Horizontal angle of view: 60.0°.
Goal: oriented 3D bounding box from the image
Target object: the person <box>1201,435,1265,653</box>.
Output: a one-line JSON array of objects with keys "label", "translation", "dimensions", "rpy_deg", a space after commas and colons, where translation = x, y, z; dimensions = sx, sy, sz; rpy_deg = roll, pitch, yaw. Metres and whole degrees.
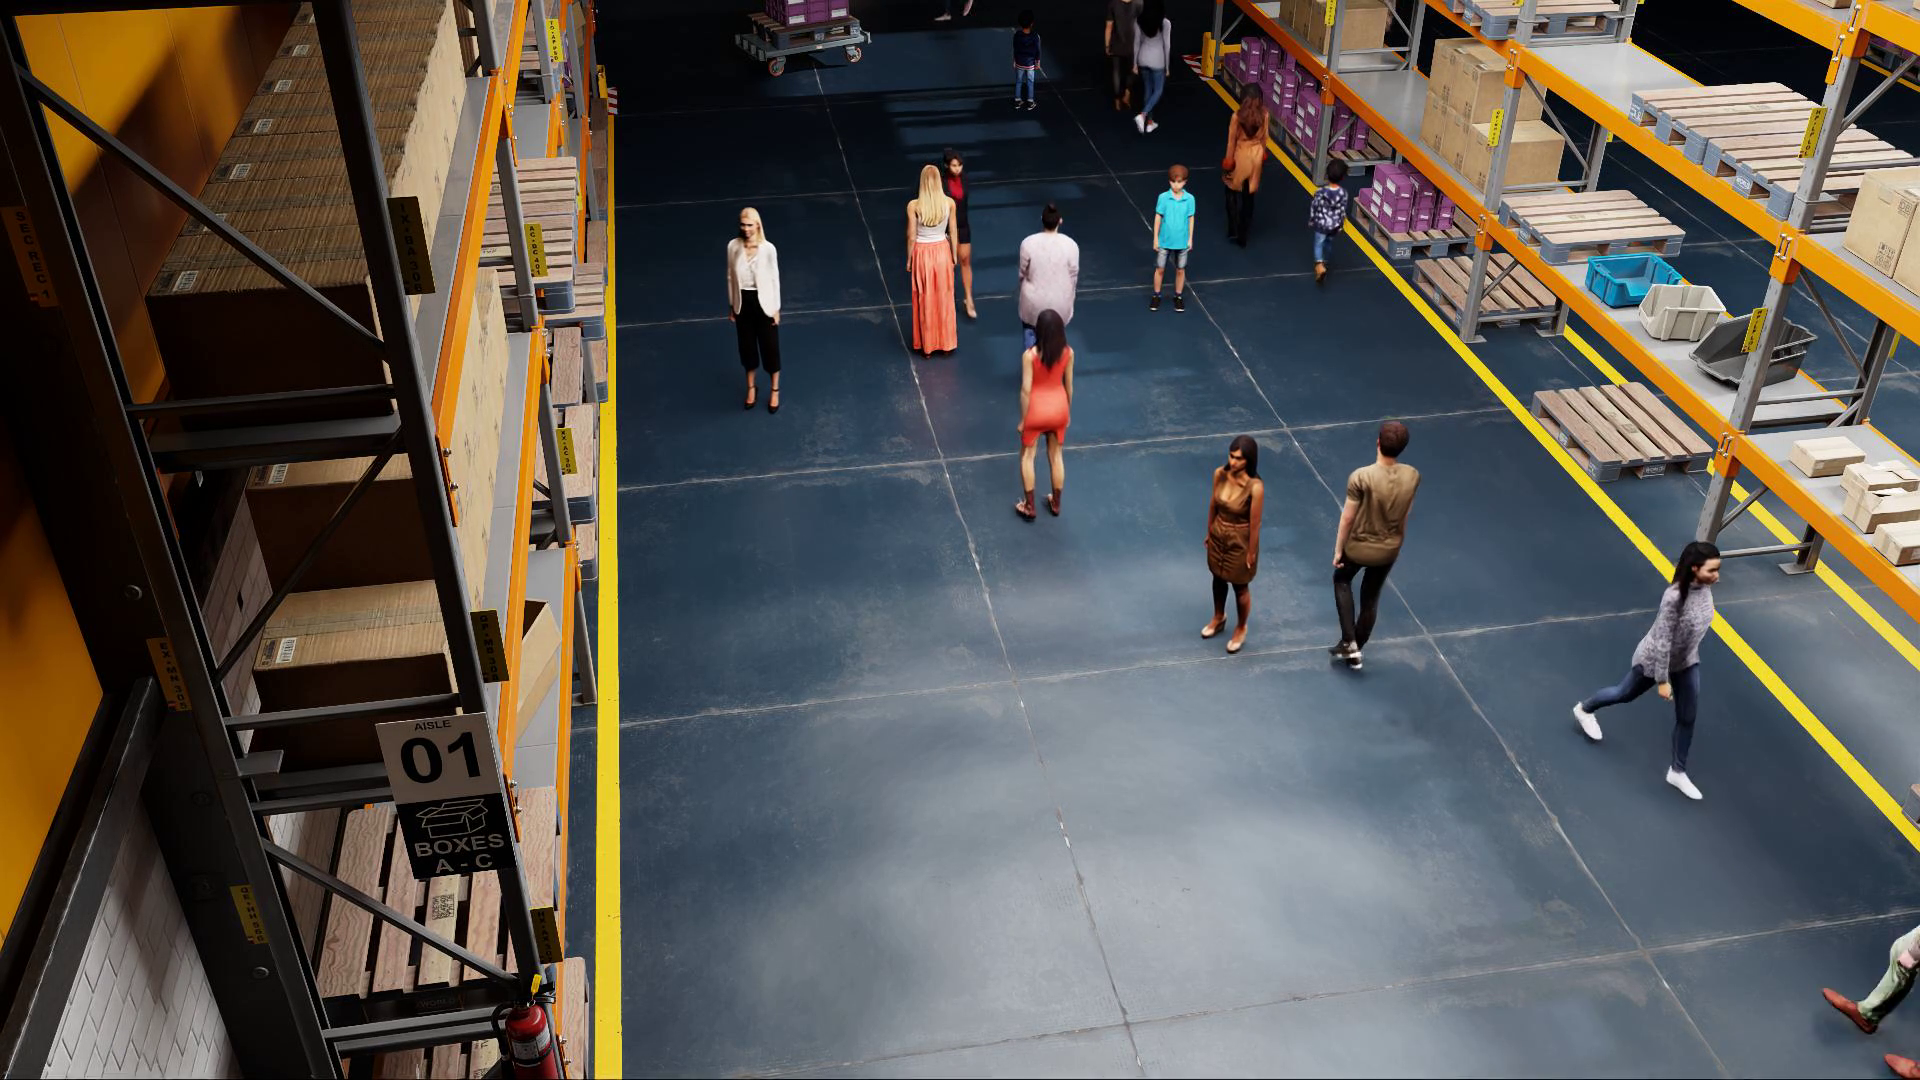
[{"label": "person", "translation": [1.858, 0.020, 11.299], "dimensions": [0.705, 1.684, 0.613], "rpy_deg": [-27, 42, -35]}]

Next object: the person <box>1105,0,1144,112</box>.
[{"label": "person", "translation": [2.027, -6.119, 20.512], "dimensions": [0.739, 1.708, 0.792], "rpy_deg": [5, 34, 7]}]

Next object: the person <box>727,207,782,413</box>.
[{"label": "person", "translation": [-1.735, -1.940, 14.089], "dimensions": [0.674, 1.858, 0.644], "rpy_deg": [6, 34, 8]}]

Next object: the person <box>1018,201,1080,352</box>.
[{"label": "person", "translation": [0.737, -2.087, 14.425], "dimensions": [0.814, 1.732, 0.896], "rpy_deg": [4, 34, 6]}]

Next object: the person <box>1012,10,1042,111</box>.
[{"label": "person", "translation": [0.816, -6.003, 20.777], "dimensions": [0.572, 1.222, 0.574], "rpy_deg": [7, 34, 11]}]

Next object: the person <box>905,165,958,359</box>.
[{"label": "person", "translation": [-0.256, -2.507, 14.994], "dimensions": [0.624, 1.801, 0.562], "rpy_deg": [-6, 34, -9]}]

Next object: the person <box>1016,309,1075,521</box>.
[{"label": "person", "translation": [0.658, -0.943, 12.731], "dimensions": [0.644, 1.702, 0.634], "rpy_deg": [-11, 35, -17]}]

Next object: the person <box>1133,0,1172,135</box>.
[{"label": "person", "translation": [2.234, -5.617, 19.756], "dimensions": [0.943, 1.709, 1.039], "rpy_deg": [18, 38, 25]}]

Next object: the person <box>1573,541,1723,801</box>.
[{"label": "person", "translation": [4.267, 0.711, 10.254], "dimensions": [0.873, 1.690, 1.255], "rpy_deg": [-18, 37, -25]}]

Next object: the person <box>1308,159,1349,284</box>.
[{"label": "person", "translation": [3.636, -3.147, 16.468], "dimensions": [0.604, 1.236, 0.835], "rpy_deg": [1, 34, 2]}]

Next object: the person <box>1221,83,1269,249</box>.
[{"label": "person", "translation": [2.956, -3.796, 17.013], "dimensions": [0.700, 1.714, 0.700], "rpy_deg": [-3, 34, -5]}]

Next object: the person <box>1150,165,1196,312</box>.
[{"label": "person", "translation": [2.043, -2.894, 15.895], "dimensions": [0.566, 1.449, 0.543], "rpy_deg": [3, 34, 4]}]

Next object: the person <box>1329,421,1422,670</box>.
[{"label": "person", "translation": [2.771, 0.105, 11.039], "dimensions": [0.694, 1.829, 0.696], "rpy_deg": [-5, 34, -7]}]

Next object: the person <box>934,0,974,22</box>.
[{"label": "person", "translation": [-0.080, -8.286, 23.767], "dimensions": [0.731, 1.713, 0.797], "rpy_deg": [-12, 35, -17]}]

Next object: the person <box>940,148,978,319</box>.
[{"label": "person", "translation": [-0.137, -2.944, 15.843], "dimensions": [0.713, 1.590, 1.048], "rpy_deg": [-14, 36, -21]}]
